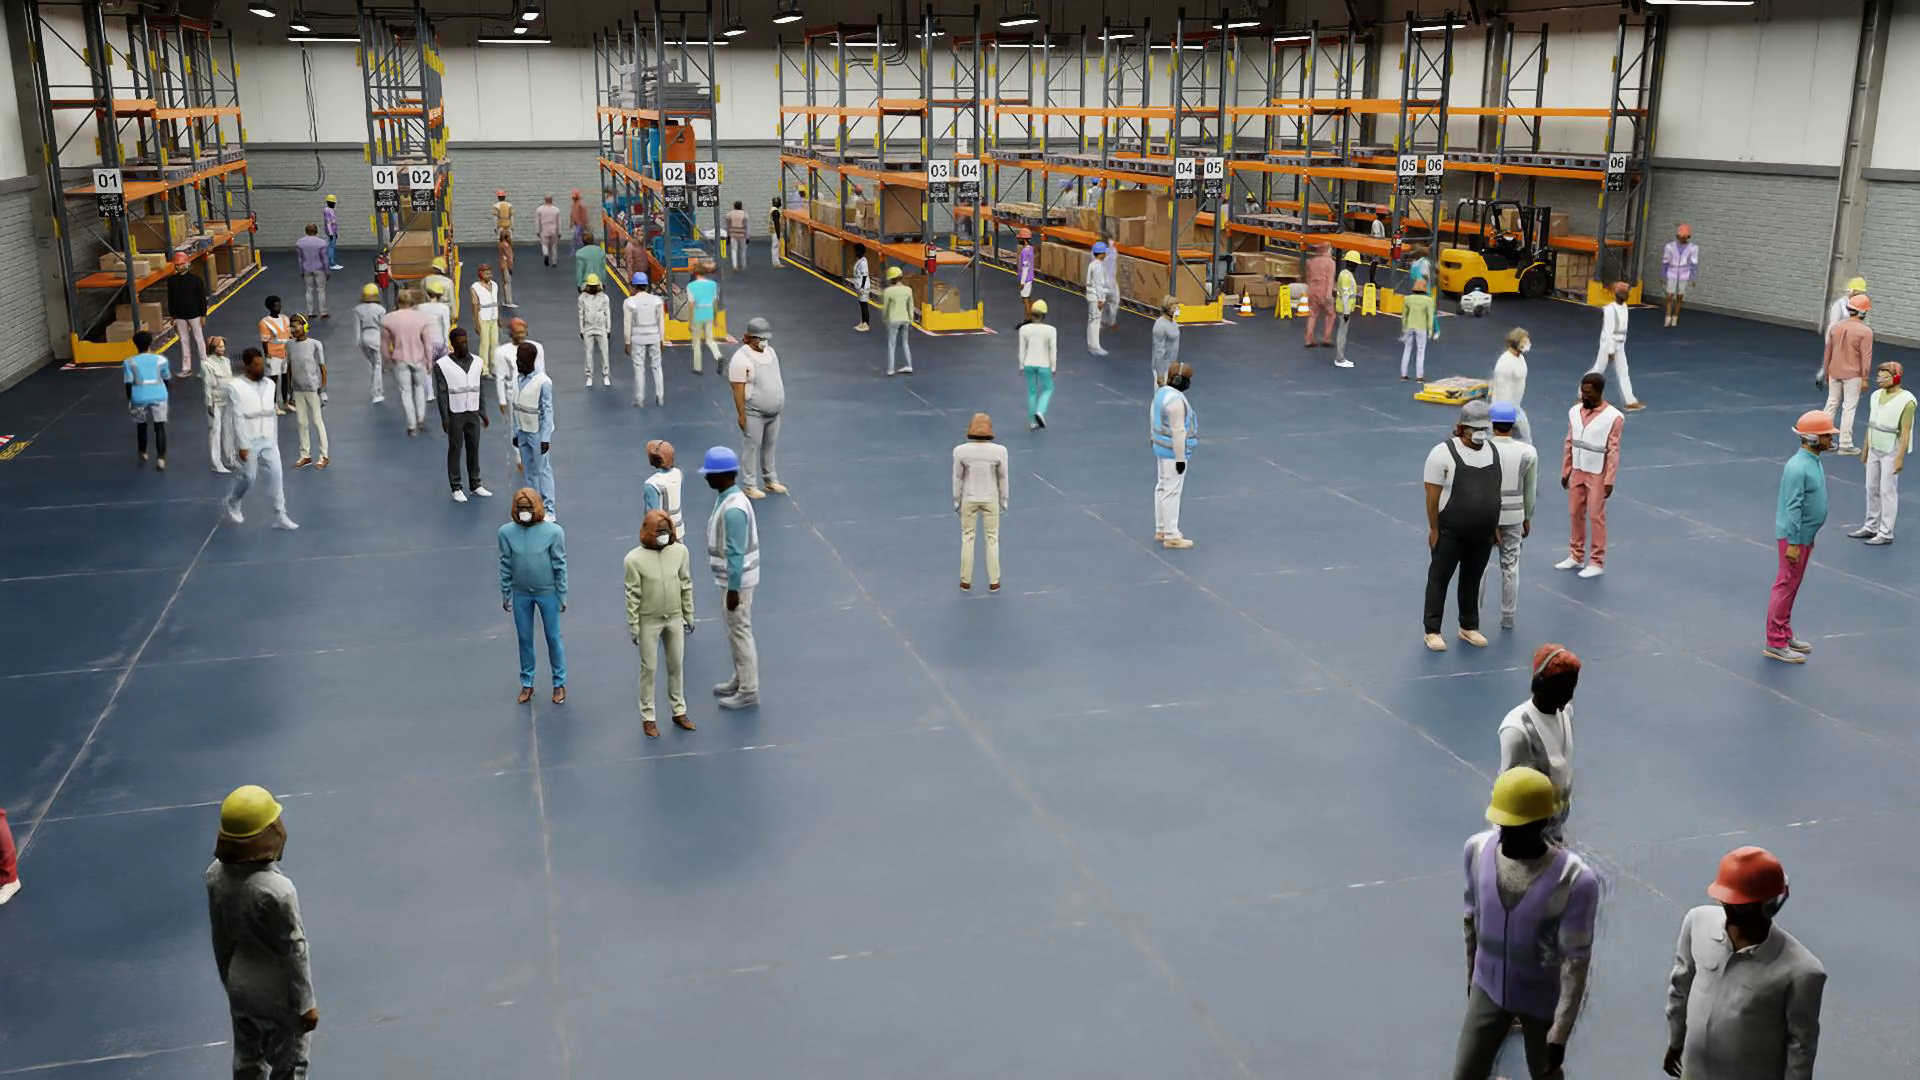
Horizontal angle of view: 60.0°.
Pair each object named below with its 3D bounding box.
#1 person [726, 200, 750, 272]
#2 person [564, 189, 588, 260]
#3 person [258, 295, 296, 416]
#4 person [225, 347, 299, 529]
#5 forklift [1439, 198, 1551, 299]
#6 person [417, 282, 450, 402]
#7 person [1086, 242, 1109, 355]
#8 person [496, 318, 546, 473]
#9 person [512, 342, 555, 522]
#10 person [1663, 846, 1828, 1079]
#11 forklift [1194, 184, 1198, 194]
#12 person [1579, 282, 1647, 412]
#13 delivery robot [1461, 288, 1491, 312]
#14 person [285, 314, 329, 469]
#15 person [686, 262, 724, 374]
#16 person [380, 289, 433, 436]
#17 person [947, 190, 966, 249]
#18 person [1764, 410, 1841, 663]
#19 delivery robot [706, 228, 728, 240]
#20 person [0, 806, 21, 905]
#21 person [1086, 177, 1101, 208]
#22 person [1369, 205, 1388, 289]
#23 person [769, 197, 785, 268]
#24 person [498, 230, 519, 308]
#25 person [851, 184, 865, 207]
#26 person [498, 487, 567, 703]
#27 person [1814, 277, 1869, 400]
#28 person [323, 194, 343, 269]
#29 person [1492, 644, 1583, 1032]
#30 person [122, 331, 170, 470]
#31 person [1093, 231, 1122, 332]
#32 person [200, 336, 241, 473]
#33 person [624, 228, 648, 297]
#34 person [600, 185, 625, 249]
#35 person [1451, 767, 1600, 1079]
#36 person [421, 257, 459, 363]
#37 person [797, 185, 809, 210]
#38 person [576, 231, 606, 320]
[{"bbox_3d":[-5.700,-7.816,42.780,0.629,1.815,0.820,0,15,1],"label":"person"},{"bbox_3d":[-10.493,-8.746,46.039,0.994,1.952,0.642,-9,18,-31],"label":"person"},{"bbox_3d":[-9.587,-2.595,23.383,0.319,1.690,0.535,6,16,22],"label":"person"},{"bbox_3d":[-7.293,-1.051,17.170,0.812,1.899,0.601,8,17,27],"label":"person"},{"bbox_3d":[11.913,-6.508,37.130,2.313,2.155,1.214,-4,15,-15],"label":"forklift"},{"bbox_3d":[-7.738,-2.945,24.631,0.541,1.724,0.869,1,15,5],"label":"person"},{"bbox_3d":[2.385,-4.195,28.898,0.390,1.949,0.602,-1,15,-5],"label":"person"},{"bbox_3d":[-5.102,-1.655,19.521,0.596,1.851,0.831,-8,17,-27],"label":"person"},{"bbox_3d":[-4.457,-1.117,17.368,0.593,1.922,0.391,11,19,37],"label":"person"},{"bbox_3d":[2.850,1.946,6.166,0.342,1.751,0.564,-9,17,-31],"label":"person"},{"bbox_3d":[7.392,-11.333,53.972,1.873,2.768,1.129,-4,15,-15],"label":"forklift"},{"bbox_3d":[9.327,-2.751,23.698,0.595,1.828,1.007,-13,19,-39],"label":"person"},{"bbox_3d":[10.600,-4.928,34.147,0.707,0.478,0.477,-14,20,-41],"label":"delivery robot"},{"bbox_3d":[-7.859,-1.786,19.985,0.538,1.869,0.313,3,15,10],"label":"person"},{"bbox_3d":[-4.104,-3.542,26.676,0.578,1.825,0.743,-13,20,-40],"label":"person"},{"bbox_3d":[-7.358,-2.372,22.100,0.649,1.905,0.824,-7,17,-26],"label":"person"},{"bbox_3d":[-0.121,-9.458,49.116,0.726,1.741,0.539,-1,15,-5],"label":"person"},{"bbox_3d":[6.651,-0.040,13.172,0.375,1.997,0.612,11,18,35],"label":"person"},{"bbox_3d":[-7.362,-9.314,50.654,0.707,0.478,0.477,4,15,14],"label":"delivery robot"},{"bbox_3d":[-5.495,1.169,9.083,0.530,1.759,0.342,3,15,12],"label":"person"},{"bbox_3d":[4.261,-10.475,52.530,0.602,1.949,0.396,-3,15,-12],"label":"person"},{"bbox_3d":[9.783,-6.848,38.901,0.375,1.939,0.546,6,16,20],"label":"person"},{"bbox_3d":[-4.817,-8.101,43.804,0.430,1.845,0.620,-3,15,-12],"label":"person"},{"bbox_3d":[-9.664,-5.777,35.450,0.310,1.638,0.514,-9,17,-31],"label":"person"},{"bbox_3d":[-2.960,-9.168,47.580,0.525,1.967,0.643,0,15,-1],"label":"person"},{"bbox_3d":[-3.122,0.403,12.214,0.500,1.627,0.278,1,15,2],"label":"person"},{"bbox_3d":[13.181,-3.014,24.741,0.610,1.800,0.749,-2,15,-8],"label":"person"},{"bbox_3d":[-16.385,-8.043,43.421,0.366,1.926,0.587,-3,15,-11],"label":"person"},{"bbox_3d":[2.740,1.397,7.977,0.362,1.886,0.575,14,20,41],"label":"person"},{"bbox_3d":[-9.780,-1.694,20.055,0.522,1.635,0.915,-8,17,-28],"label":"person"},{"bbox_3d":[2.824,-4.901,31.619,0.656,1.910,0.738,-14,20,-42],"label":"person"},{"bbox_3d":[-8.815,-1.618,19.818,0.311,1.632,0.516,3,15,12],"label":"person"},{"bbox_3d":[-6.298,-5.156,32.622,0.400,1.900,0.647,5,16,17],"label":"person"},{"bbox_3d":[-9.824,-8.972,46.697,0.566,2.000,0.706,-6,16,-21],"label":"person"},{"bbox_3d":[2.160,1.789,6.532,1.001,1.871,0.603,-14,20,-42],"label":"person"},{"bbox_3d":[-8.582,-3.769,27.541,0.614,1.818,0.412,4,15,15],"label":"person"},{"bbox_3d":[-4.570,-9.429,48.700,0.416,1.897,0.587,-4,15,-13],"label":"person"},{"bbox_3d":[-6.955,-4.851,31.405,0.629,1.933,0.367,-13,20,-41],"label":"person"}]
